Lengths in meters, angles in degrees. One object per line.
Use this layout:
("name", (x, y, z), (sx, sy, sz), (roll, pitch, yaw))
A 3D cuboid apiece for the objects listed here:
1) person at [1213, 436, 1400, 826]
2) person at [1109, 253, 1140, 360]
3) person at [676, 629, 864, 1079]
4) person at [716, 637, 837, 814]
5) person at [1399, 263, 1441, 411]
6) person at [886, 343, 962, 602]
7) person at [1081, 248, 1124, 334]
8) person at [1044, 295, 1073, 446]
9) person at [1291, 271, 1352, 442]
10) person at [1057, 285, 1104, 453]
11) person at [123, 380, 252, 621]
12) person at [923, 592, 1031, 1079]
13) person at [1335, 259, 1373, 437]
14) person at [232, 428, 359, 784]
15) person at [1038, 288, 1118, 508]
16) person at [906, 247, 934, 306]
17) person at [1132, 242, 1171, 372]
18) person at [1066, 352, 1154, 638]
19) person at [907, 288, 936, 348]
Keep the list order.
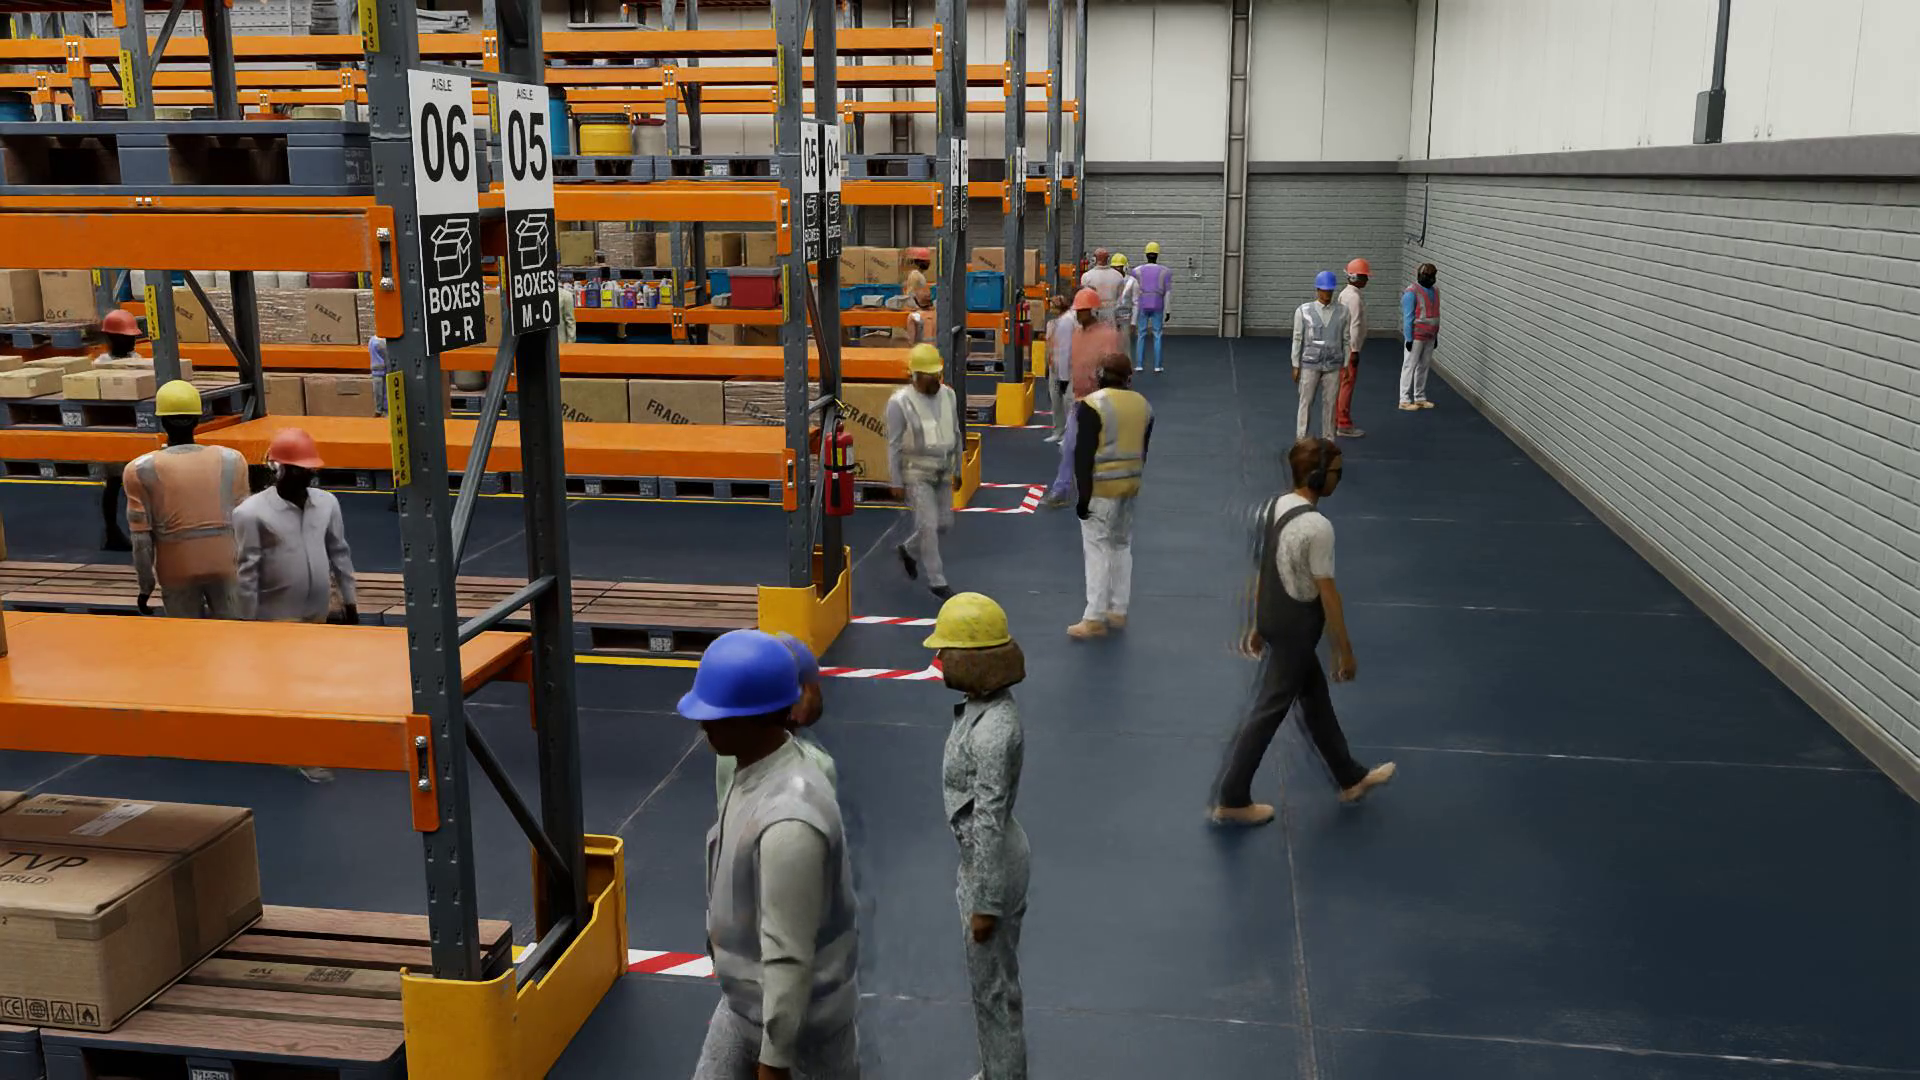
("person", (1.604, 0.422, 7.519), (0.972, 1.789, 0.534), (-3, 13, -11))
("person", (2.203, -3.074, 23.219), (0.589, 1.834, 0.403), (8, 15, 31))
("person", (-0.441, 1.124, 4.158), (1.036, 1.889, 0.610), (-4, 13, -16))
("person", (-0.510, 1.081, 4.920), (0.497, 1.633, 0.285), (11, 17, 41))
("person", (5.780, -2.540, 20.826), (0.624, 1.835, 0.431), (-10, 16, -38))
("person", (-0.264, -0.487, 11.605), (0.613, 1.805, 0.649), (-10, 16, -39))
("person", (1.943, -3.078, 23.075), (0.648, 1.907, 0.401), (-4, 13, -18))
("person", (1.104, -1.856, 18.190), (0.318, 1.631, 0.524), (-8, 15, -33))
("person", (3.760, -1.820, 17.303), (0.618, 1.944, 0.400), (0, 12, 0))
("person", (1.264, -1.669, 16.885), (0.456, 1.824, 0.642), (9, 15, 35))
("person", (-3.874, 0.155, 8.429), (0.588, 1.928, 0.384), (-9, 15, -35))
("person", (0.052, 1.004, 5.041), (0.320, 1.736, 0.488), (0, 12, -1))
("person", (4.418, -2.170, 18.781), (0.392, 1.991, 0.612), (0, 12, 1))
("person", (-3.195, 0.314, 8.142), (0.673, 1.725, 0.587), (8, 15, 31))
("person", (1.187, -1.263, 14.805), (1.033, 1.944, 0.626), (-11, 16, -39))
("person", (-0.500, -3.126, 23.259), (0.657, 1.914, 0.583), (2, 13, 7))
("person", (2.845, -3.460, 24.772), (0.588, 1.918, 0.392), (2, 13, 10))
("person", (0.908, -0.291, 10.757), (0.794, 1.808, 0.433), (-12, 17, -43))
("person", (-0.405, -2.080, 19.181), (0.517, 1.636, 0.313), (-10, 16, -39))
